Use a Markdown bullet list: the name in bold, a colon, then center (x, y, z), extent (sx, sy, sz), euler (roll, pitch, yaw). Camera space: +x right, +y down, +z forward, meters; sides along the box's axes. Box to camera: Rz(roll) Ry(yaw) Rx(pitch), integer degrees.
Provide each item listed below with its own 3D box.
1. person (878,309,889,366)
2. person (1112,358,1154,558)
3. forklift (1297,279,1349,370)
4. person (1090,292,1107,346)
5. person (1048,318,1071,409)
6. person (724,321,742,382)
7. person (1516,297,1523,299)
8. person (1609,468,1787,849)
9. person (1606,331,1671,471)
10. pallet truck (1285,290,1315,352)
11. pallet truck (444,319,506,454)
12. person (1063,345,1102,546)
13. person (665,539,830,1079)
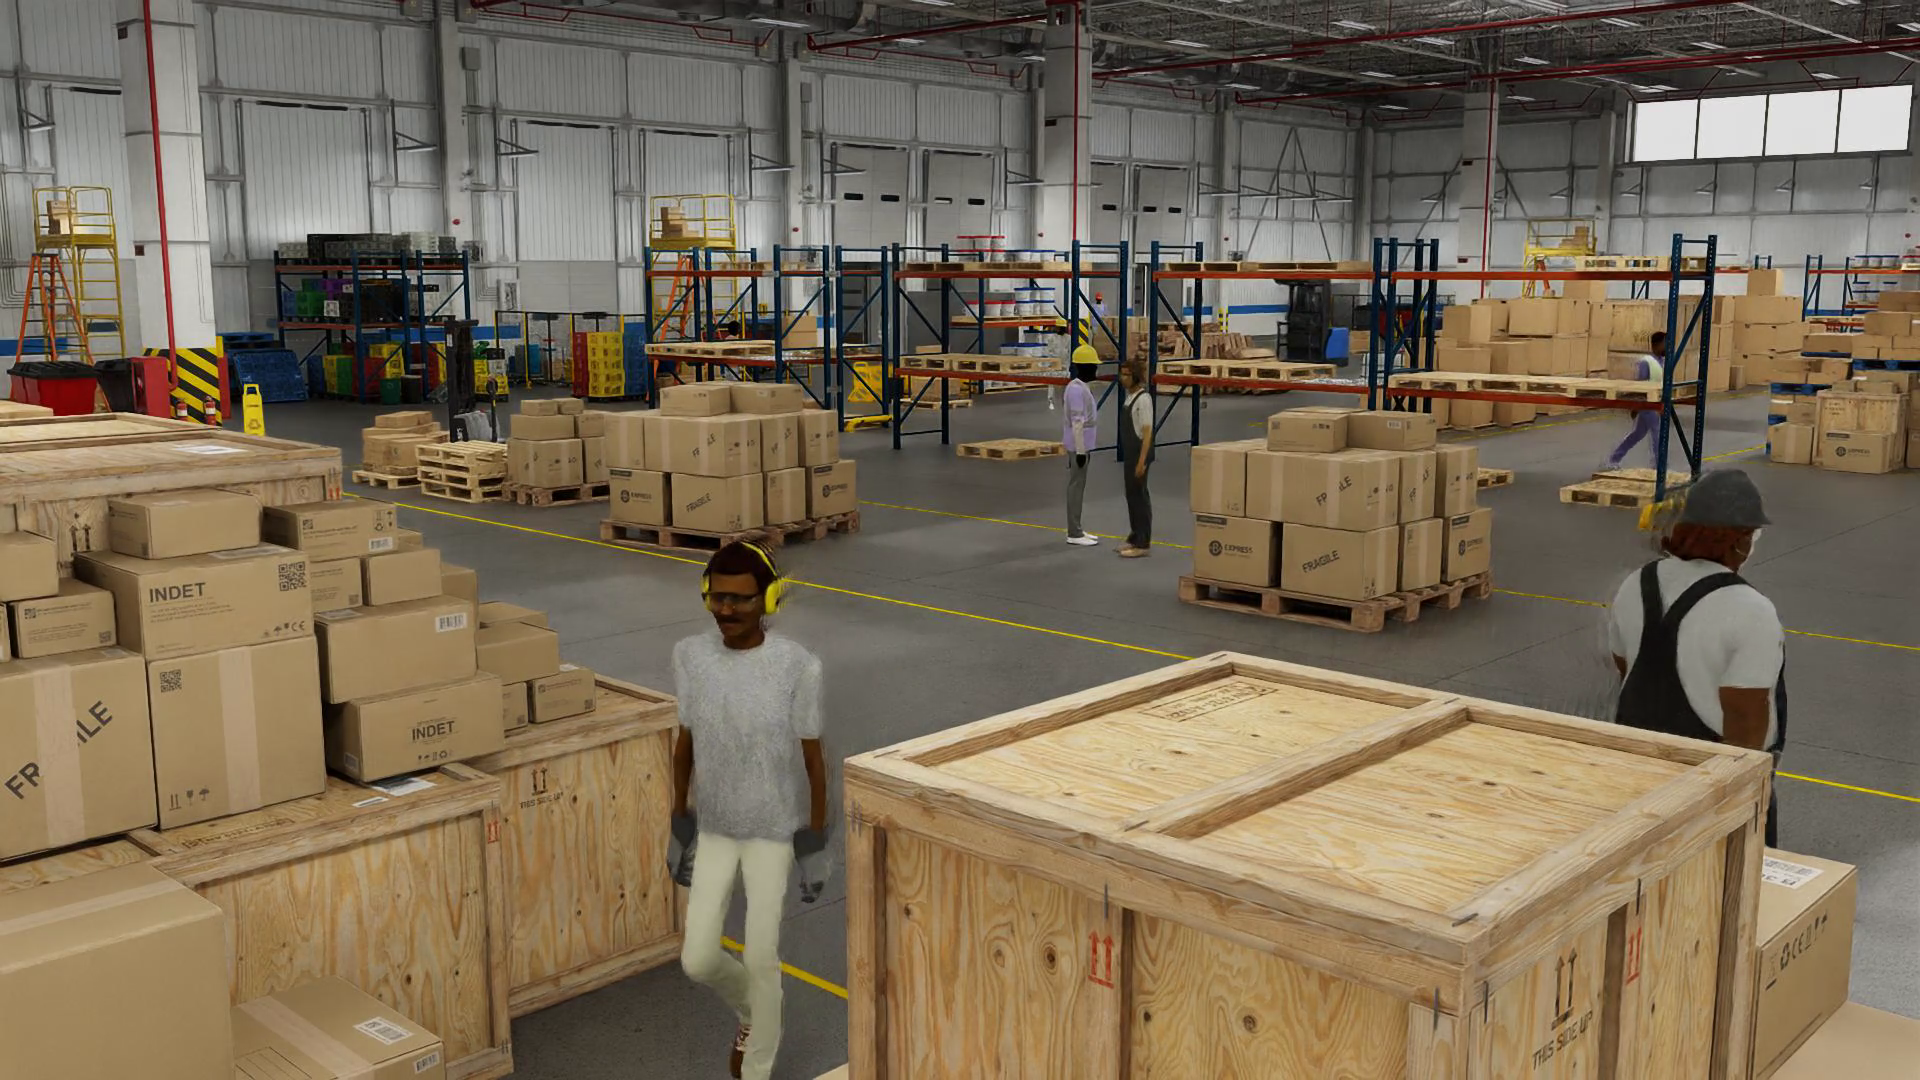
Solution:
- **person**: center (-2.025, -5.352, 44.186), extent (0.314, 1.634, 0.515), euler (1, 9, 5)
- **person**: center (1.618, -0.754, 15.339), extent (0.328, 1.842, 0.515), euler (-2, 9, -11)
- **forklift**: center (9.351, -5.927, 43.884), extent (1.873, 2.768, 1.129), euler (-8, 12, -41)
- **person**: center (4.295, -6.709, 51.595), extent (0.543, 1.930, 0.389), euler (0, 9, -2)
- **person**: center (1.897, -3.329, 31.471), extent (0.485, 1.736, 0.345), euler (-2, 9, -12)
- **person**: center (-4.214, -3.231, 30.968), extent (0.318, 1.699, 0.535), euler (-7, 11, -35)
- **person**: center (14.399, -5.310, 42.984), extent (0.551, 1.934, 0.373), euler (6, 11, 31)
- **person**: center (2.561, 0.705, 5.790), extent (1.002, 2.000, 0.688), euler (-4, 10, -23)
- **person**: center (8.862, -1.768, 21.498), extent (0.984, 1.876, 0.600), euler (9, 13, 42)
- **pallet truck**: center (11.297, -6.951, 52.861), extent (1.885, 1.965, 0.823), euler (-5, 11, -29)
- **pallet truck**: center (-6.981, -1.942, 22.150), extent (1.885, 1.965, 0.823), euler (1, 9, 9)
- **person**: center (1.182, -0.916, 16.074), extent (0.369, 1.927, 0.586), euler (1, 9, 7)
- **person**: center (-0.655, 0.903, 5.138), extent (0.554, 1.853, 0.458), euler (2, 10, 14)
